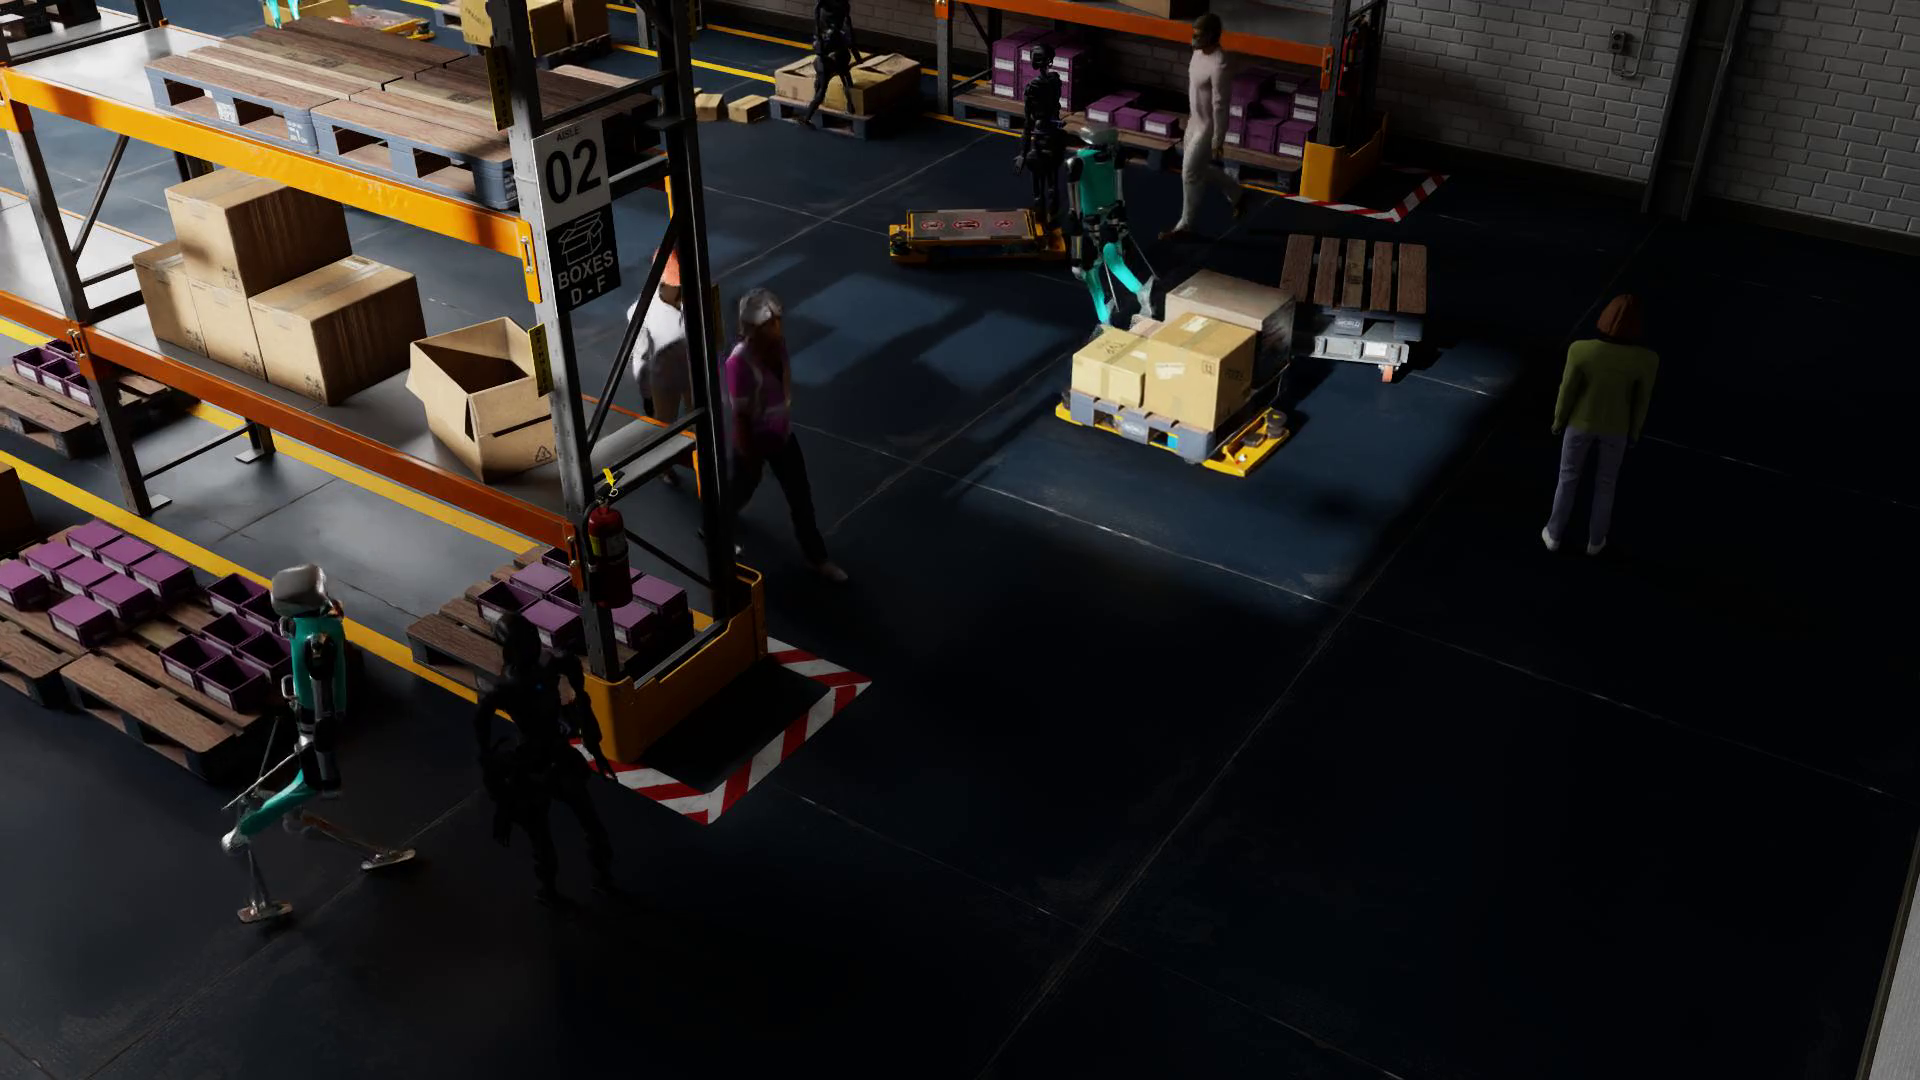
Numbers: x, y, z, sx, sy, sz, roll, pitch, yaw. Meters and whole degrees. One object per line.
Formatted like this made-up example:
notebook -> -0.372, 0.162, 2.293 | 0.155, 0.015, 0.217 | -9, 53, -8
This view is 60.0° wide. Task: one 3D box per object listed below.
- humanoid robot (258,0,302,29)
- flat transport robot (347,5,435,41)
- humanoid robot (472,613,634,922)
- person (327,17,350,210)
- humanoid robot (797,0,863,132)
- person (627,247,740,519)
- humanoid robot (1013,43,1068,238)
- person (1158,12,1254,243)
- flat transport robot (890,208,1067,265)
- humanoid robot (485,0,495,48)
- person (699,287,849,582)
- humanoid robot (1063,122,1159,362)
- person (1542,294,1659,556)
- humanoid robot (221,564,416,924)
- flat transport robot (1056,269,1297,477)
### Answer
humanoid robot -> -7.026, -5.644, 17.242 | 0.549, 1.810, 0.924 | -14, 35, -20
flat transport robot -> -6.677, -5.794, 18.778 | 1.431, 0.231, 0.659 | 20, 38, 27
humanoid robot -> -1.734, 0.996, 7.048 | 0.482, 1.647, 0.590 | 26, 41, 34
person -> -5.089, -3.535, 13.994 | 0.944, 1.689, 0.579 | 1, 33, 2
humanoid robot -> -1.226, -4.636, 15.754 | 0.772, 1.636, 0.599 | 20, 38, 28
person -> -1.695, -0.988, 10.074 | 0.576, 1.696, 0.894 | -16, 36, -23
humanoid robot -> 0.664, -3.187, 13.468 | 0.315, 1.657, 0.599 | 20, 38, 27
person -> 2.070, -3.340, 13.503 | 0.782, 1.906, 0.661 | -5, 33, -8
flat transport robot -> 0.137, -2.504, 13.722 | 1.431, 0.231, 0.659 | -1, 33, -2
humanoid robot -> -3.933, -3.982, 14.696 | 0.341, 1.645, 0.606 | -2, 33, -3
person -> -1.143, -0.599, 9.396 | 0.956, 1.809, 0.505 | 20, 38, 27
humanoid robot -> 1.096, -1.931, 11.532 | 0.534, 1.803, 0.783 | -26, 41, -34
person -> 3.684, -0.655, 9.625 | 0.500, 1.633, 0.285 | 11, 35, 16
humanoid robot -> -2.953, 0.936, 7.121 | 0.972, 1.766, 0.538 | -12, 35, -18
flat transport robot -> 1.420, -0.828, 11.145 | 1.431, 0.231, 0.659 | 21, 39, 29
